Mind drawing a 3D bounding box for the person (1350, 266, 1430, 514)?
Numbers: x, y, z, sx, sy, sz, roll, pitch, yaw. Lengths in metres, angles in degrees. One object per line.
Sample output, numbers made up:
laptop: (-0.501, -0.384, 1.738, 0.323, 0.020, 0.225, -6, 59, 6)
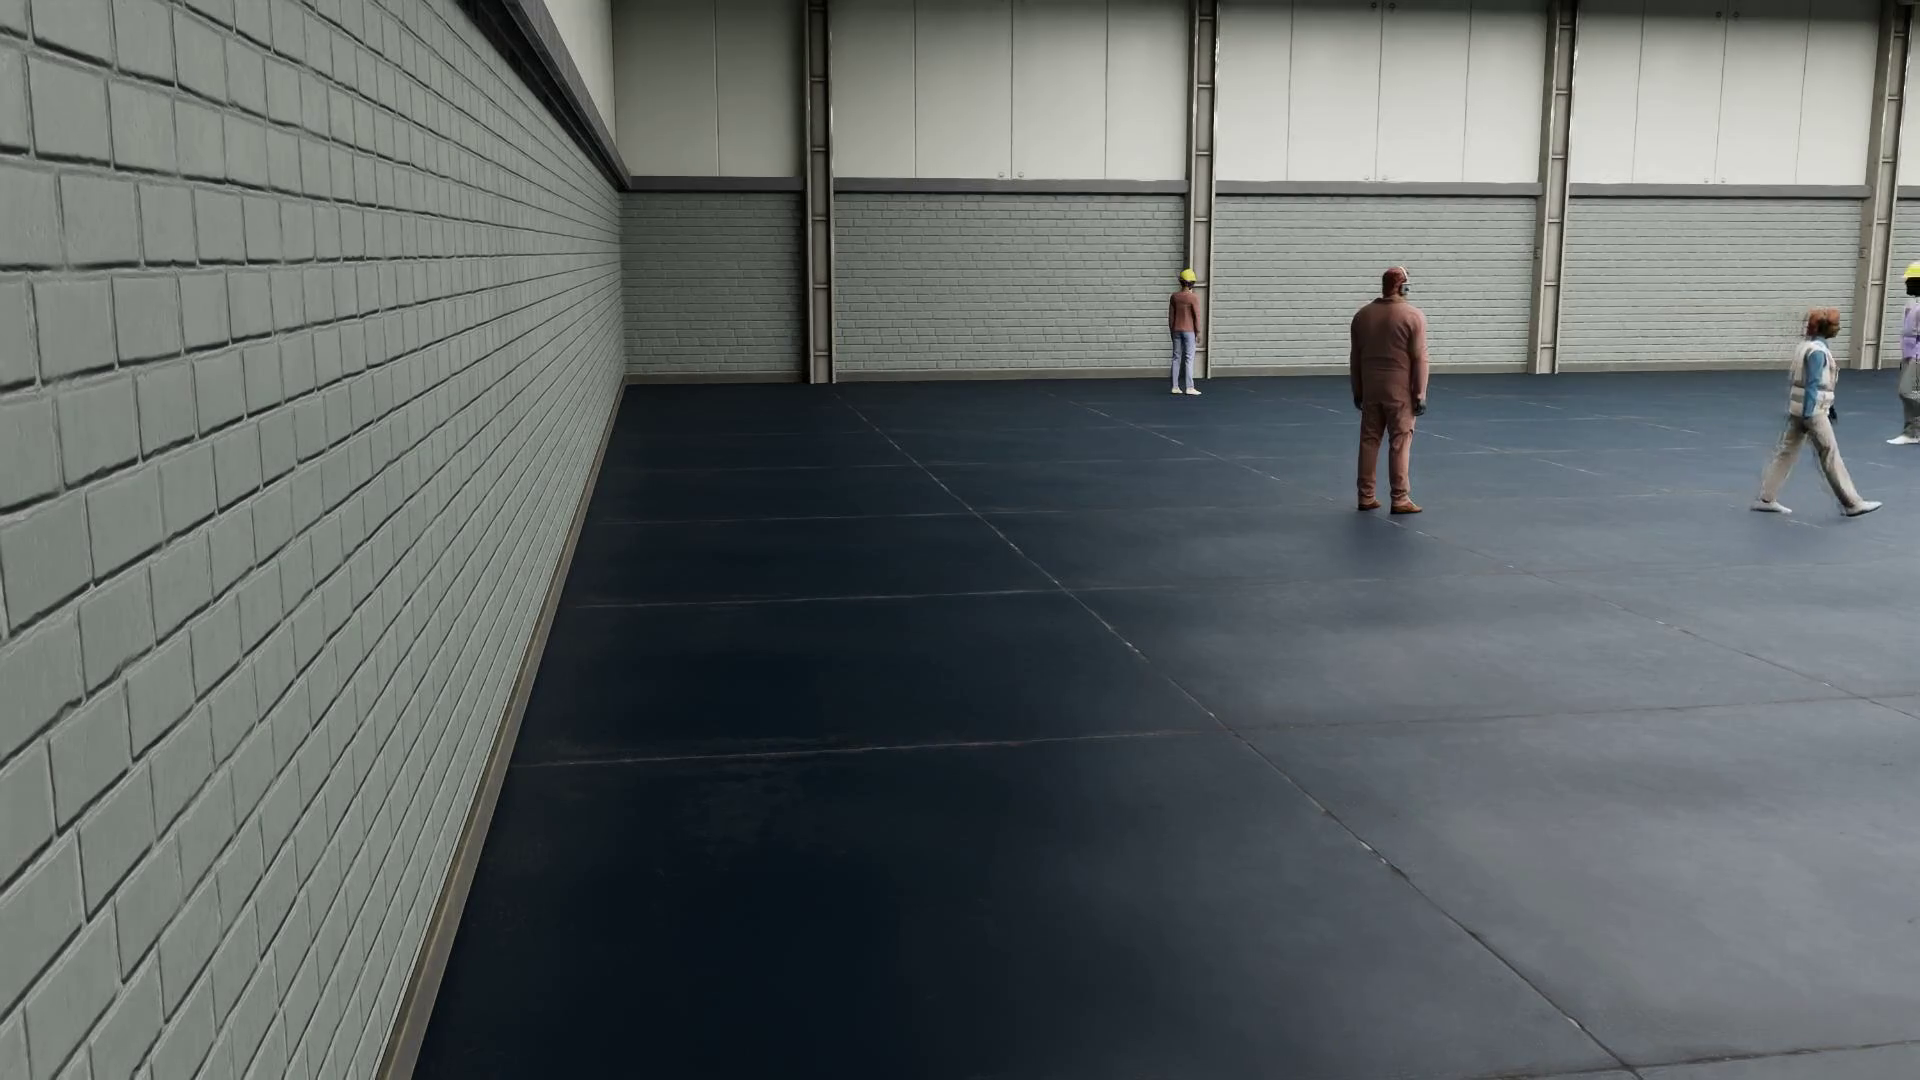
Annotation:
person: (3.343, -1.155, 12.887, 0.402, 1.904, 0.652, -9, 14, -43)

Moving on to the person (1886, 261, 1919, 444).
person: (9.949, -1.933, 17.319, 0.441, 1.915, 0.609, 1, 10, 6)

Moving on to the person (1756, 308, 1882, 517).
person: (6.576, -0.965, 12.684, 0.855, 1.595, 0.516, 3, 10, 19)

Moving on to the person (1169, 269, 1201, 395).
person: (3.193, -2.930, 23.501, 0.534, 1.767, 0.313, 10, 14, 44)
